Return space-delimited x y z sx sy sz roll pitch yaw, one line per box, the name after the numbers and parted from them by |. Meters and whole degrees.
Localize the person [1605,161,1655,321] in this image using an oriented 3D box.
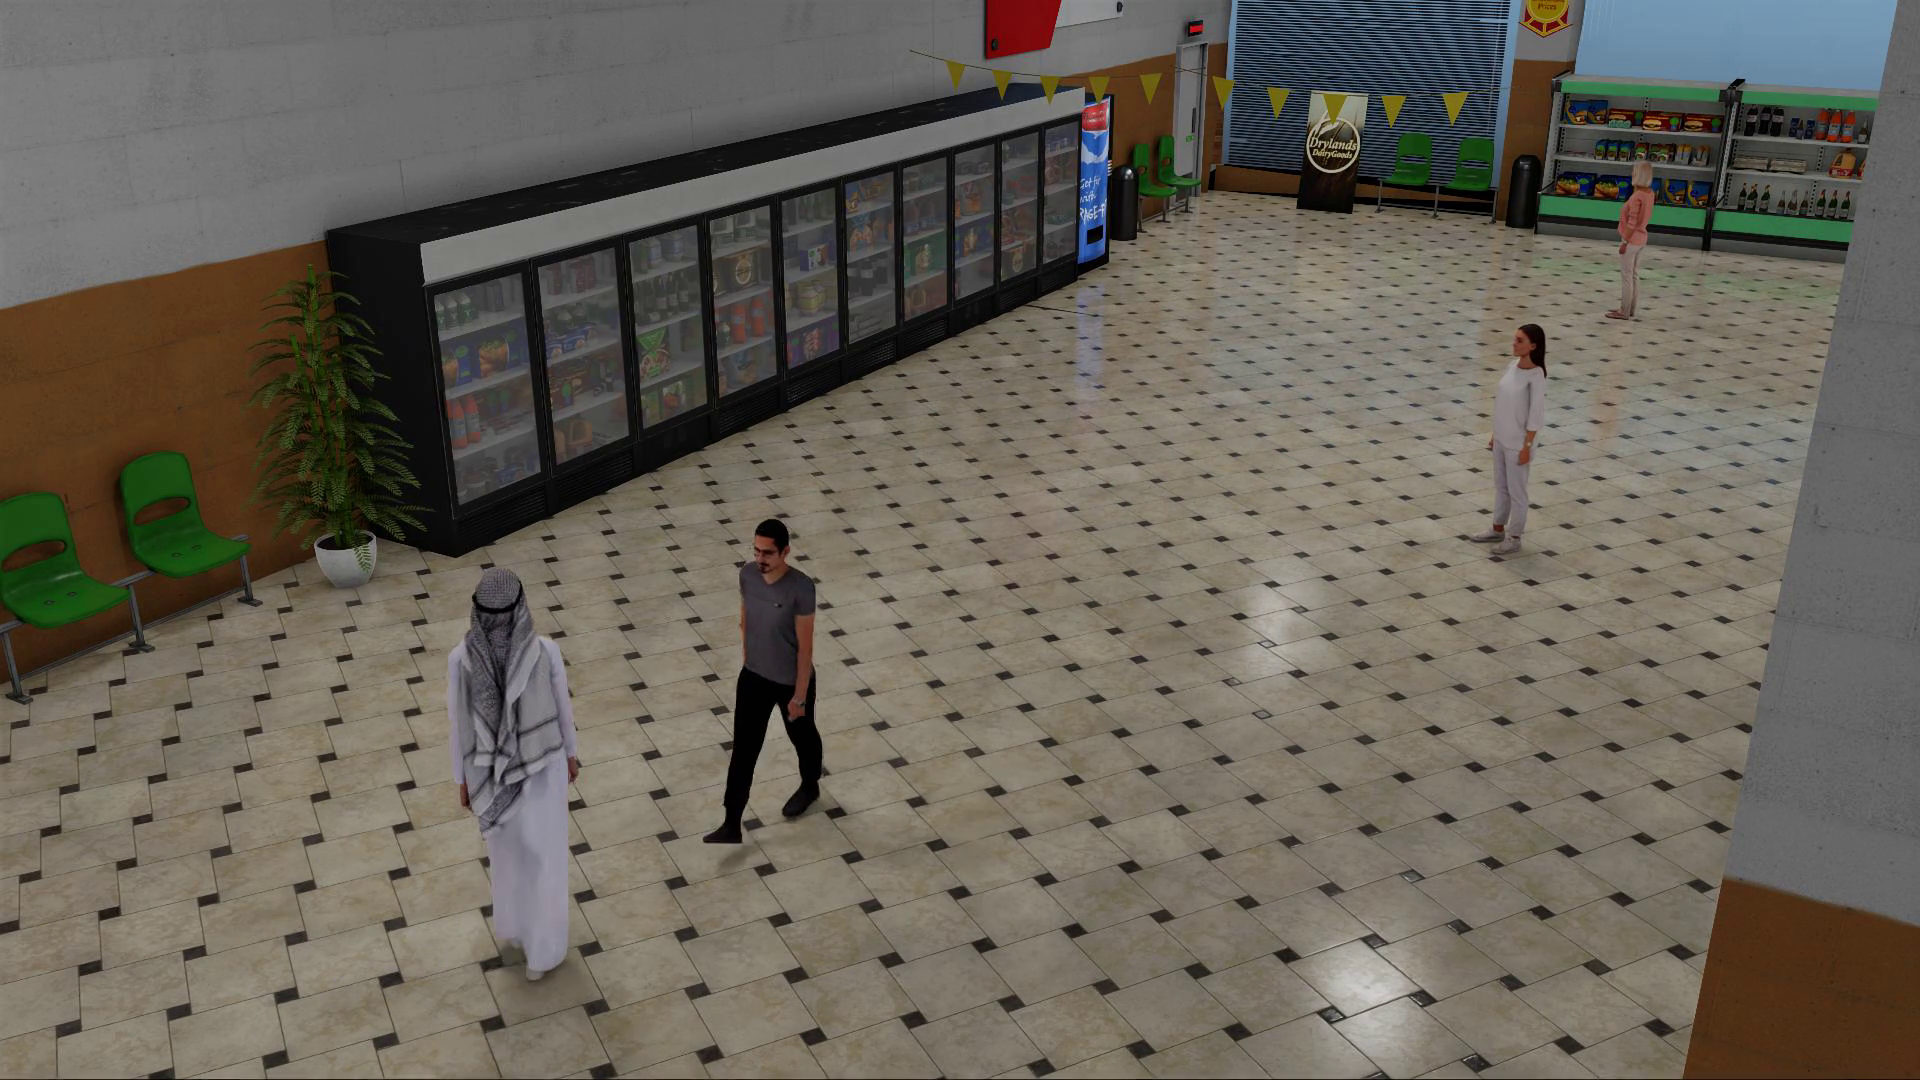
7.424 -3.306 18.330 0.582 1.726 0.640 18 28 37 | person

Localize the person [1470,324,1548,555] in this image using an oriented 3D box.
4.005 -0.737 11.988 0.739 1.688 0.677 -6 23 -14 | person

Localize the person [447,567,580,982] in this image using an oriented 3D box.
-1.923 1.064 7.201 0.884 1.913 0.933 -1 22 -4 | person

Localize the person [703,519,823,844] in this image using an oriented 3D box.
-0.869 0.670 8.447 1.054 1.716 0.761 10 24 24 | person
